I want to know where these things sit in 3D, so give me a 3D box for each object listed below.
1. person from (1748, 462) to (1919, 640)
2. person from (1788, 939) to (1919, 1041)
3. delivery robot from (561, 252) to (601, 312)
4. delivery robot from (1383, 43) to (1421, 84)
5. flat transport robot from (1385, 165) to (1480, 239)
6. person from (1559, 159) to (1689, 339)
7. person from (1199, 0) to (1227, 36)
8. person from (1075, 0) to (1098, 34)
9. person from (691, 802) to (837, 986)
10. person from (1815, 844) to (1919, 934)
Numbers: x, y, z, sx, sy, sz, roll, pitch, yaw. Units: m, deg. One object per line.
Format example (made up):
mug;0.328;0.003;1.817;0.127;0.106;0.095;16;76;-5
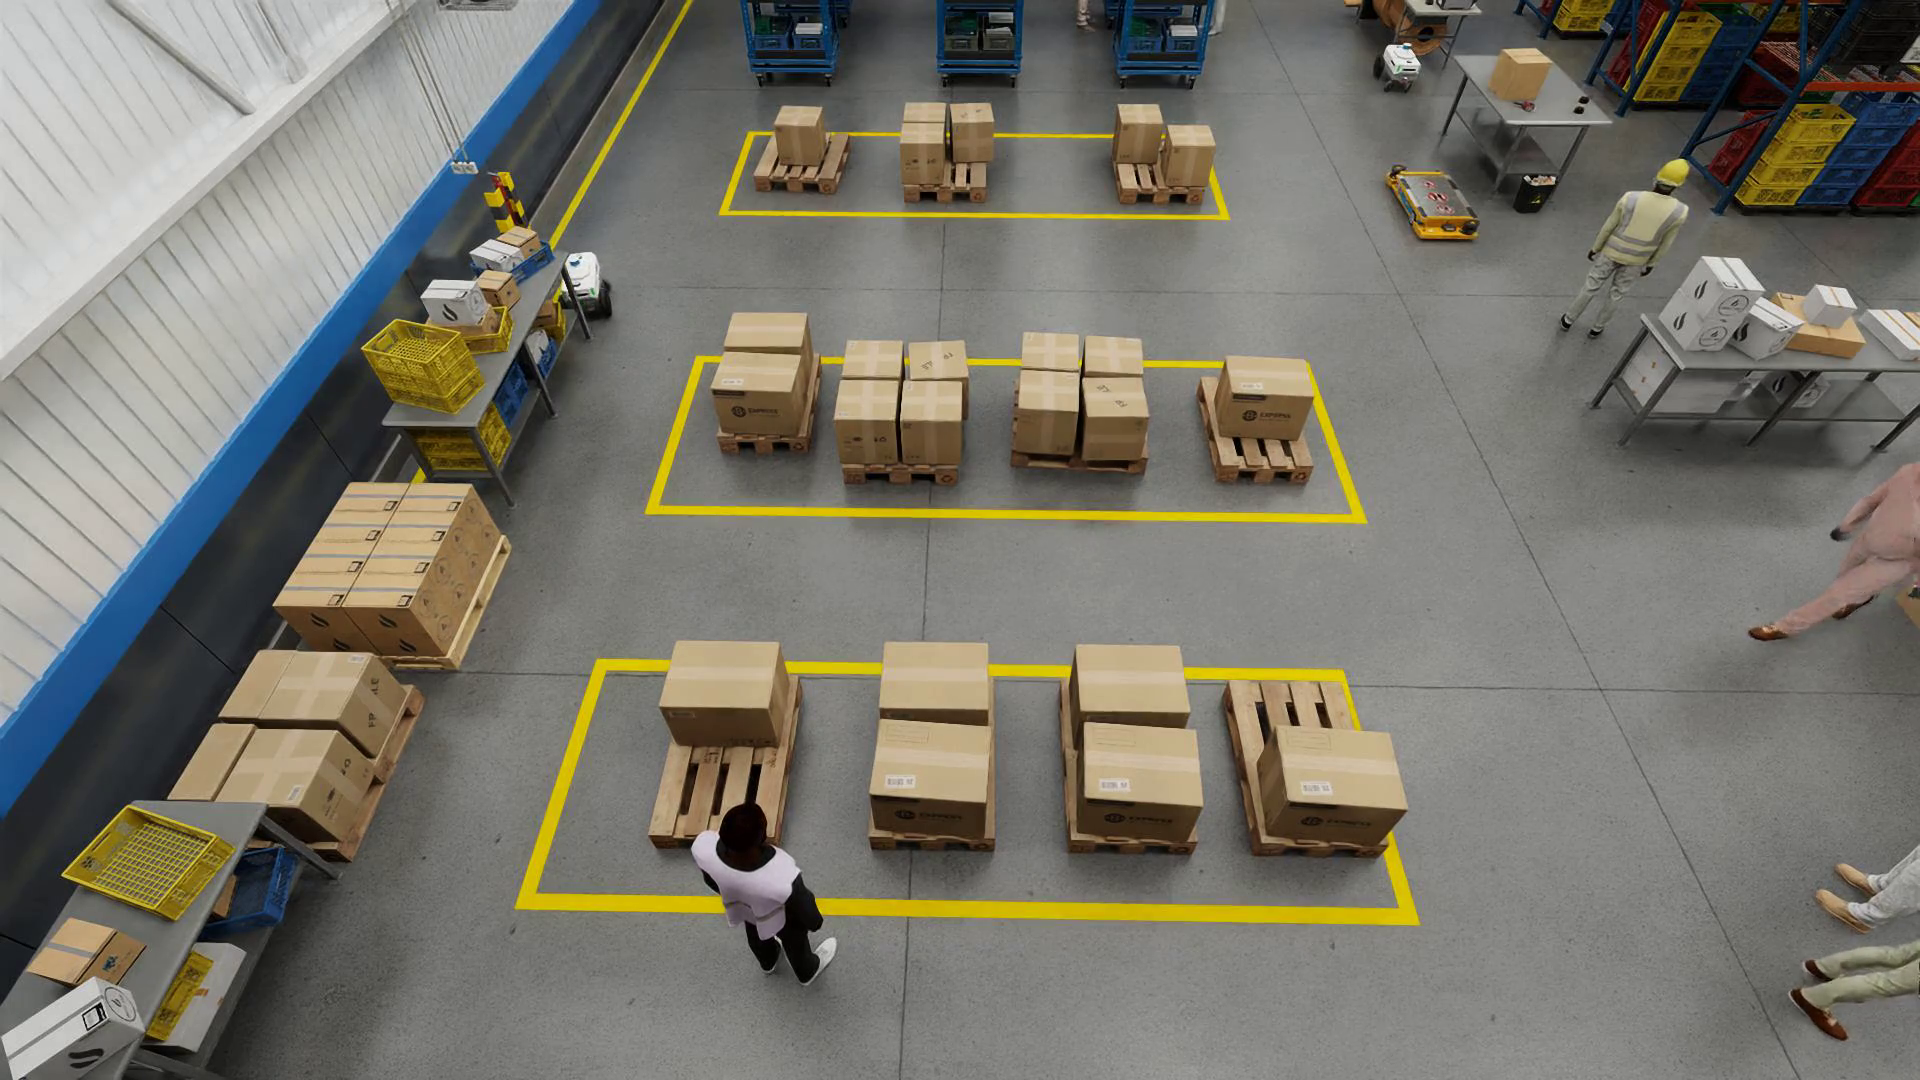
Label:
person;6.566;0.060;6.428;0.930;1.860;0.663;-2;49;-2
person;5.058;2.100;4.660;0.515;1.858;0.331;-35;58;-27
delivery robot;-3.996;-2.748;9.647;0.477;0.478;0.707;-11;50;-9
delivery robot;6.388;-6.916;13.255;0.477;0.478;0.707;2;49;1
flat transport robot;5.692;-4.094;11.059;0.652;0.197;1.431;1;49;1
person;6.483;-2.805;8.914;0.598;1.836;0.404;26;54;21
person;4.055;-8.746;14.190;0.314;1.637;0.521;-16;51;-13
person;2.067;-8.961;14.142;0.400;1.989;0.623;17;51;14
person;-1.008;1.895;4.793;0.598;1.917;0.375;16;51;13
person;5.576;1.660;5.056;0.619;1.836;0.430;-33;57;-25
